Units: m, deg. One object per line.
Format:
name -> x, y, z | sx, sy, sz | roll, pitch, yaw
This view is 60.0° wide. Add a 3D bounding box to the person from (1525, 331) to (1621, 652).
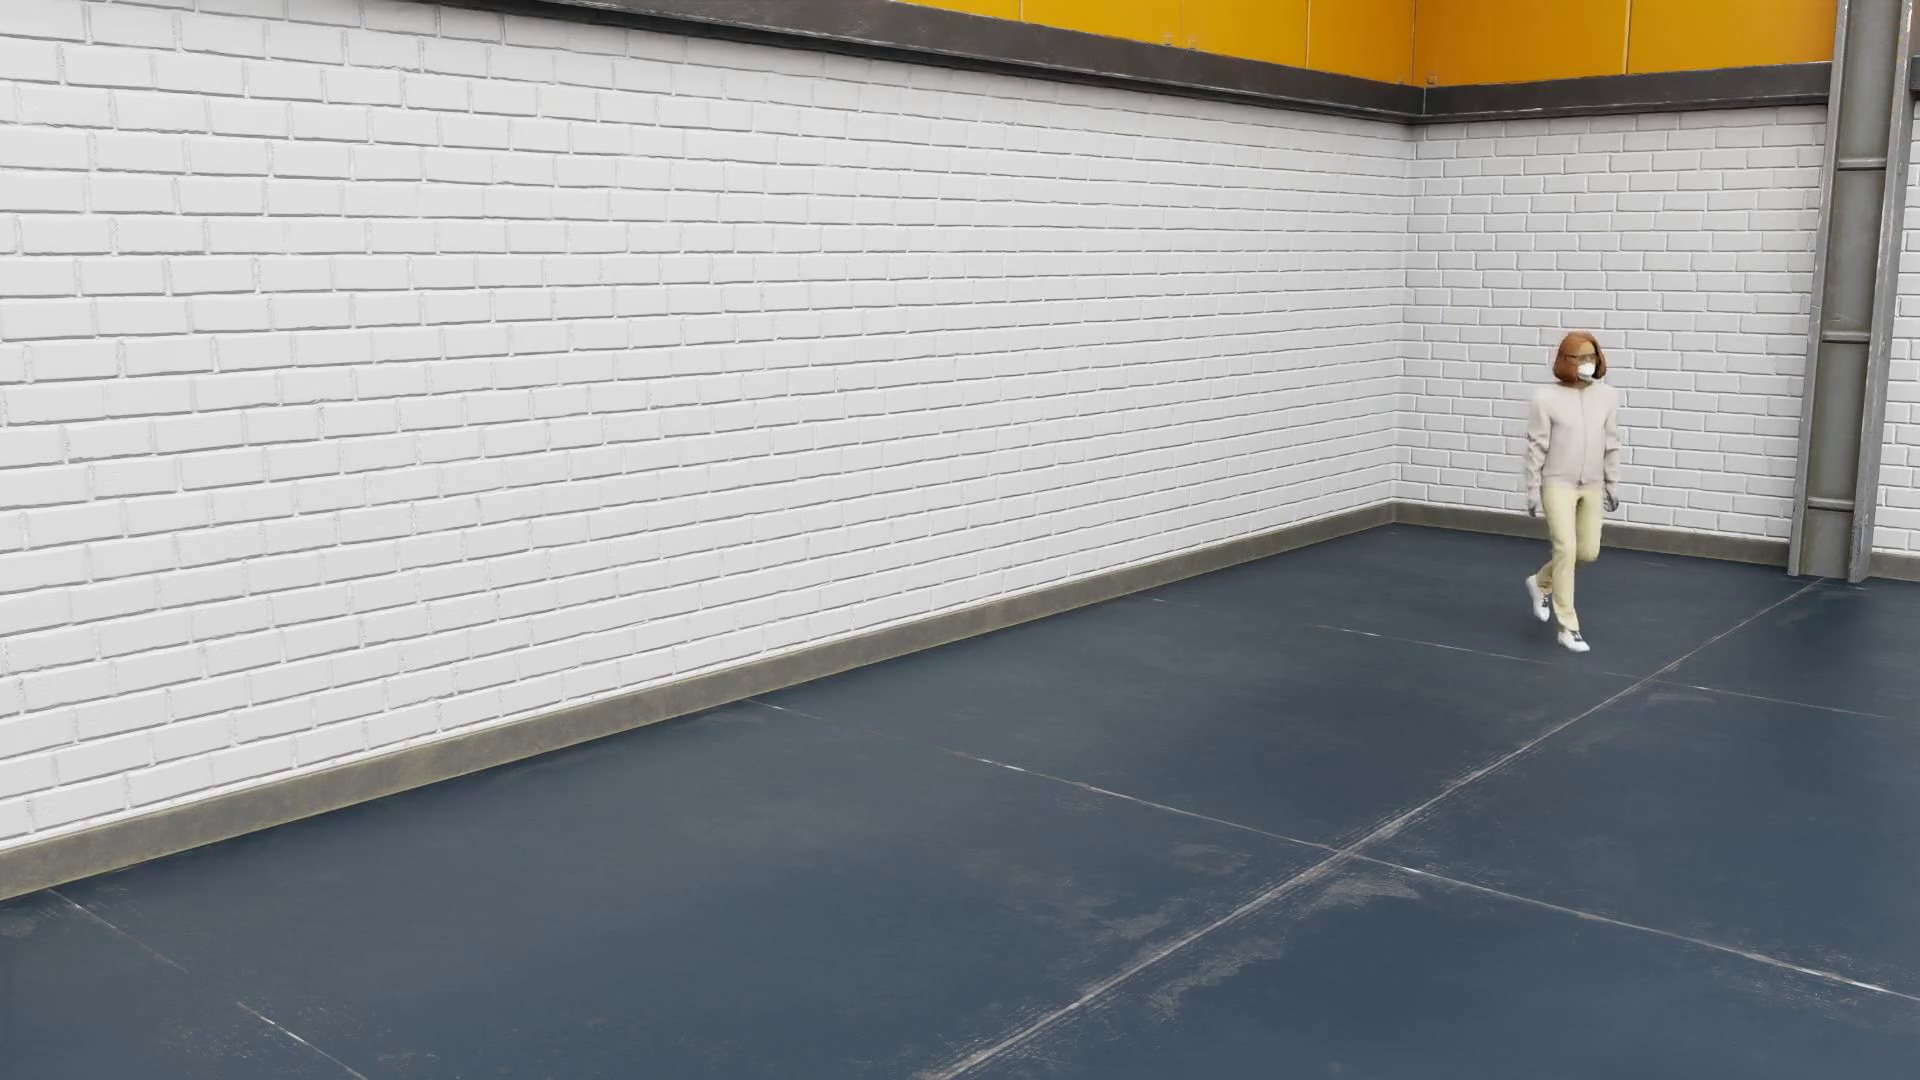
person -> 3.110, -0.272, 8.540 | 0.509, 1.610, 0.629 | -2, 10, -13
